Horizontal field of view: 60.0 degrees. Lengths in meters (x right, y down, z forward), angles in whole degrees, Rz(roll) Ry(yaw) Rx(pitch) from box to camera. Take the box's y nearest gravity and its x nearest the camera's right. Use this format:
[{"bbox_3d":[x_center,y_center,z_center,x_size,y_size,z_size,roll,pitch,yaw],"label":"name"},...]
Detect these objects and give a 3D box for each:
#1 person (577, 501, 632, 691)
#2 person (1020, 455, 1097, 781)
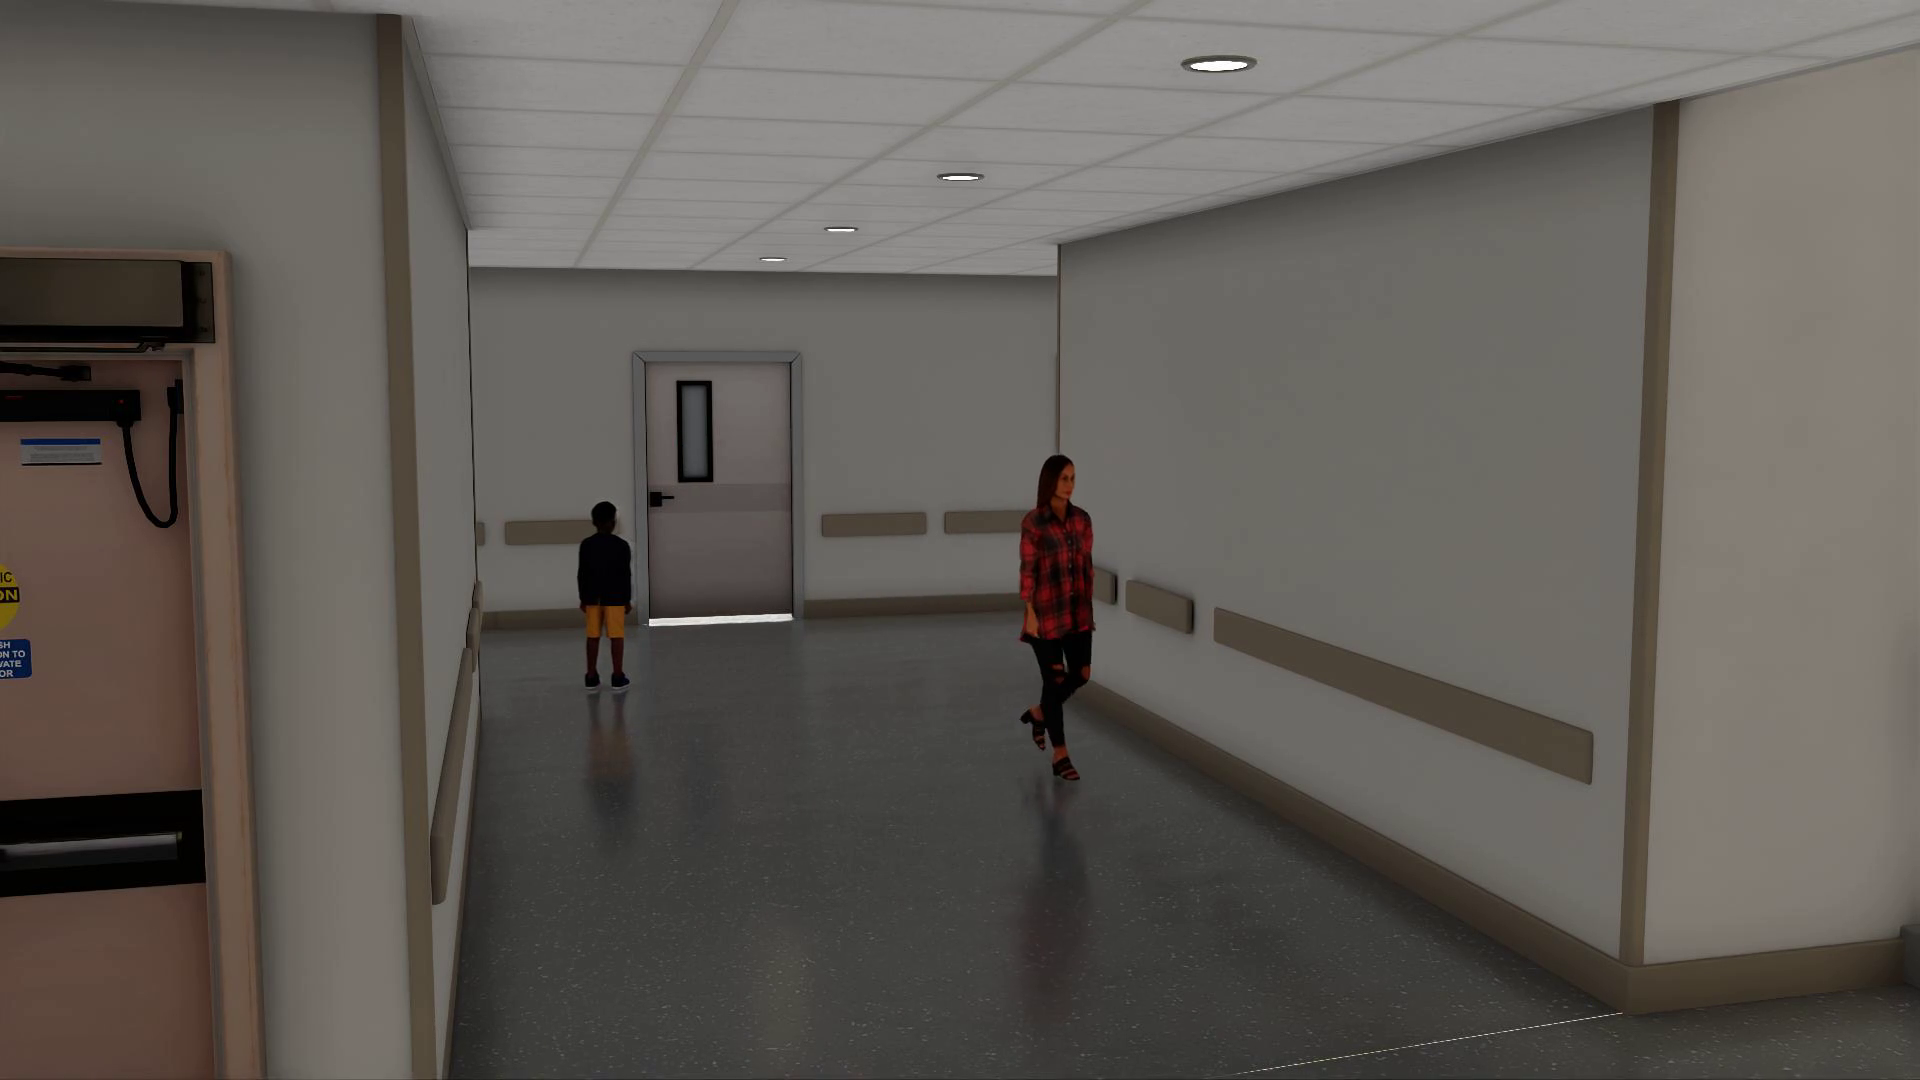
[{"bbox_3d":[-2.402,0.371,11.240,0.534,1.267,0.627,0,6,0],"label":"person"},{"bbox_3d":[0.495,0.397,8.860,0.878,1.693,0.817,-3,7,-30],"label":"person"}]
